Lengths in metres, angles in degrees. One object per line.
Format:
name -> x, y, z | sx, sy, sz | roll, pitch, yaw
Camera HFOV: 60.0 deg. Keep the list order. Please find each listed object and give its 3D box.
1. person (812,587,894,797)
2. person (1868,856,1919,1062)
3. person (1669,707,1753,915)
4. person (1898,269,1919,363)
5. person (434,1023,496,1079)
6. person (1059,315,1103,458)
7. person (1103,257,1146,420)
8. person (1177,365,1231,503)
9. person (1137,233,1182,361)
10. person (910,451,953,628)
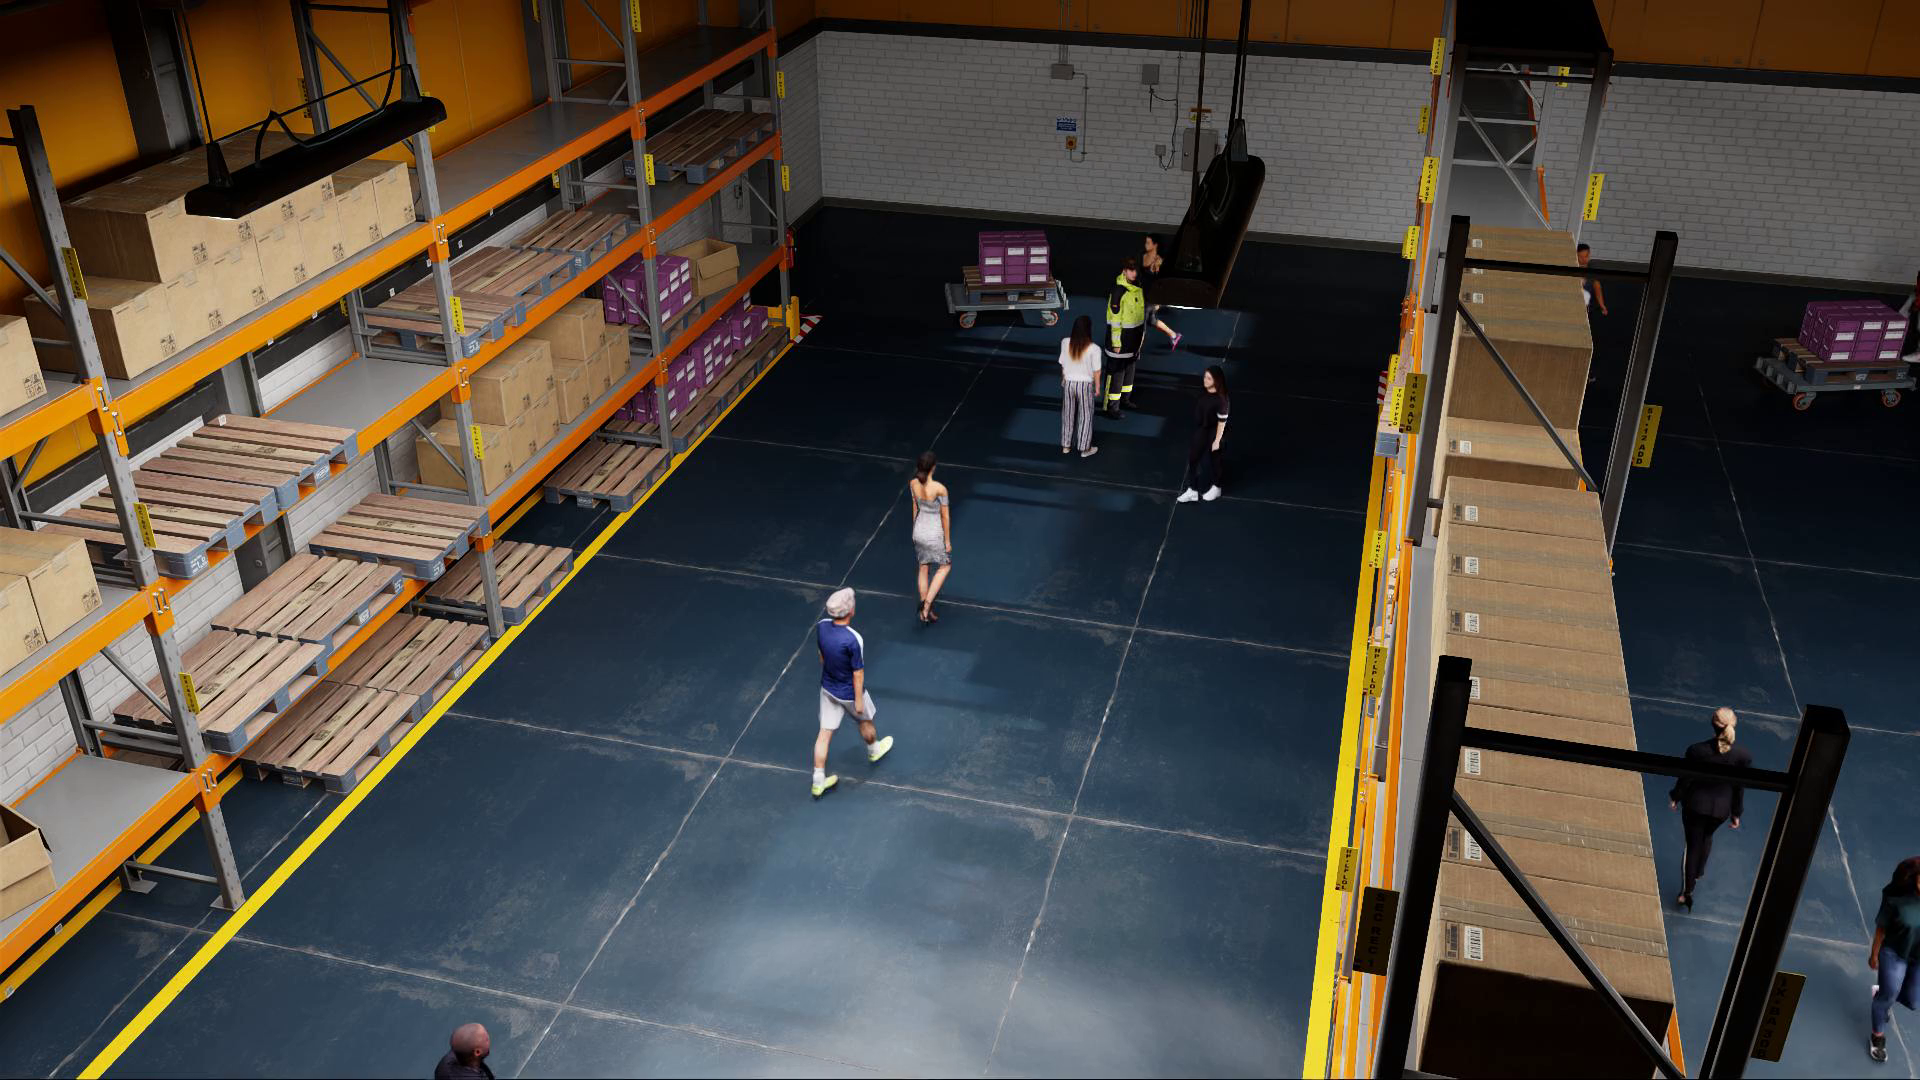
person -> -1.004, 1.251, 13.407 | 0.922, 1.790, 1.244 | 18, 34, 30
person -> 6.208, 2.684, 10.976 | 0.599, 1.602, 0.723 | 5, 29, 10
person -> 5.446, 2.021, 12.099 | 0.670, 1.690, 0.640 | 4, 29, 7
person -> 12.542, -3.136, 21.443 | 0.818, 1.797, 0.923 | 4, 29, 8
person -> -2.789, 3.481, 9.330 | 1.181, 1.780, 1.059 | -20, 34, -32
person -> 1.371, -1.780, 19.080 | 0.761, 1.679, 0.738 | 17, 33, 28
person -> 1.978, -2.460, 20.013 | 0.911, 1.978, 0.725 | 18, 33, 30
person -> 2.790, -1.163, 18.012 | 0.937, 1.618, 0.873 | -17, 33, -28
person -> 2.542, -3.137, 21.550 | 1.046, 1.695, 1.084 | -10, 30, -18
person -> -0.333, 0.035, 15.611 | 0.727, 1.814, 0.767 | 19, 34, 31
